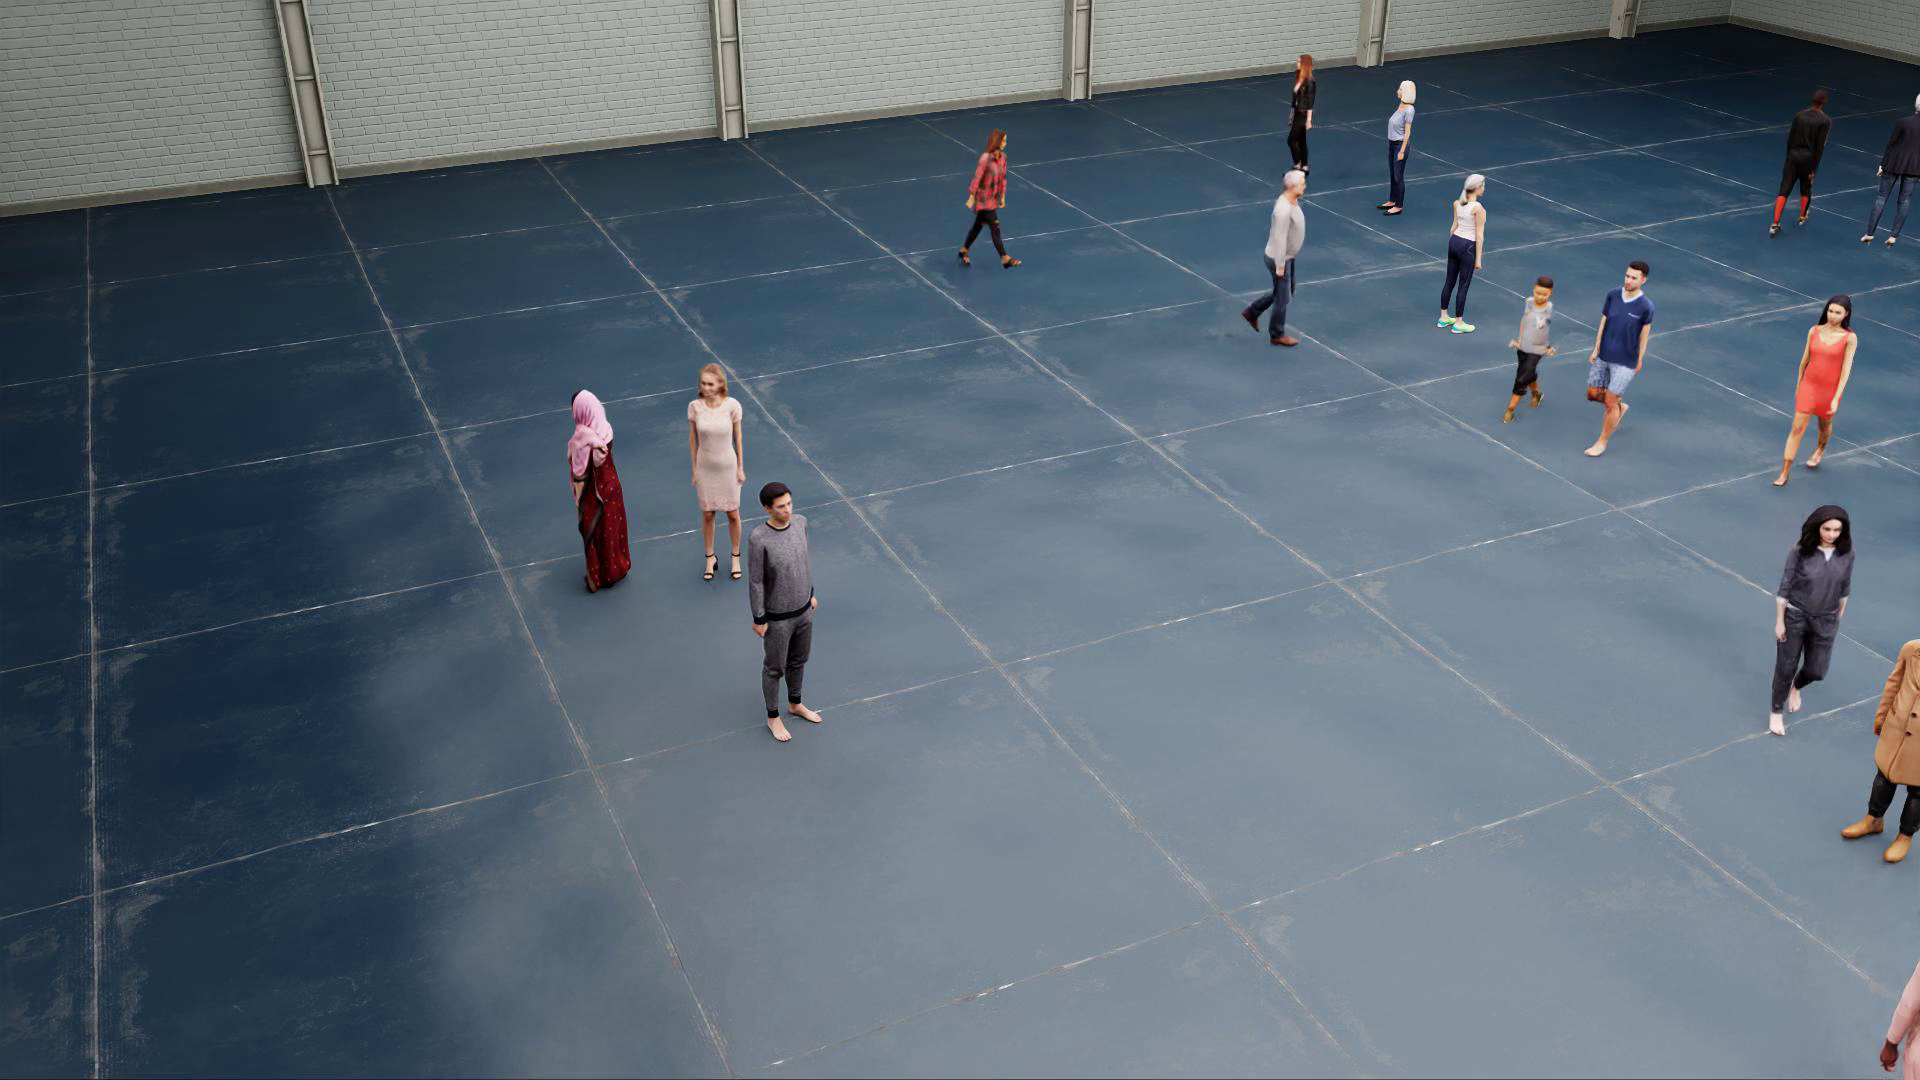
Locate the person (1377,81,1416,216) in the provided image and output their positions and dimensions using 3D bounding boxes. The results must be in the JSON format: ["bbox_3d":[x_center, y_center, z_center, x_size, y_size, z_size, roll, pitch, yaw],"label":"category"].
[{"bbox_3d":[5.735,-5.124,21.697,0.624,1.722,0.651,-2,28,-4],"label":"person"}]

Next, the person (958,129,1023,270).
[{"bbox_3d":[0.249,-4.008,19.696,1.066,1.634,1.140,22,35,36],"label":"person"}]

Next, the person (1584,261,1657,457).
[{"bbox_3d":[6.018,-1.680,15.117,0.963,1.829,0.730,-20,34,-33],"label":"person"}]

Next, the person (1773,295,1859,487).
[{"bbox_3d":[7.593,-1.316,14.601,0.907,1.672,1.231,23,36,36],"label":"person"}]

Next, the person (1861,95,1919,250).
[{"bbox_3d":[10.519,-4.163,18.618,0.824,1.783,0.786,11,30,20],"label":"person"}]

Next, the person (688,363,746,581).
[{"bbox_3d":[-1.886,-0.541,12.978,0.568,1.829,0.700,-1,28,-1],"label":"person"}]

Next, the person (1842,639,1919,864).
[{"bbox_3d":[5.750,1.130,9.950,0.642,1.726,0.675,-16,32,-27],"label":"person"}]

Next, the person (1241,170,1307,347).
[{"bbox_3d":[3.303,-2.960,17.450,1.085,1.895,1.021,9,29,16],"label":"person"}]

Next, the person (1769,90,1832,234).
[{"bbox_3d":[10.509,-4.706,20.873,0.970,1.759,1.253,21,35,34],"label":"person"}]

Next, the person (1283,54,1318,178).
[{"bbox_3d":[4.855,-5.883,23.148,0.736,1.699,0.716,-3,28,-5],"label":"person"}]

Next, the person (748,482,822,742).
[{"bbox_3d":[-1.174,0.441,11.120,0.824,1.843,0.638,23,36,37],"label":"person"}]

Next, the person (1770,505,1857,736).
[{"bbox_3d":[5.660,0.482,11.151,0.805,1.741,0.861,4,28,7],"label":"person"}]

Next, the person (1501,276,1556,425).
[{"bbox_3d":[5.537,-1.918,16.007,1.072,1.413,0.804,-25,37,-38],"label":"person"}]

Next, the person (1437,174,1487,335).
[{"bbox_3d":[5.409,-3.092,17.899,0.536,1.706,0.606,-14,31,-25],"label":"person"}]

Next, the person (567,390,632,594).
[{"bbox_3d":[-2.810,-0.404,12.930,0.839,1.633,0.770,11,30,20],"label":"person"}]
